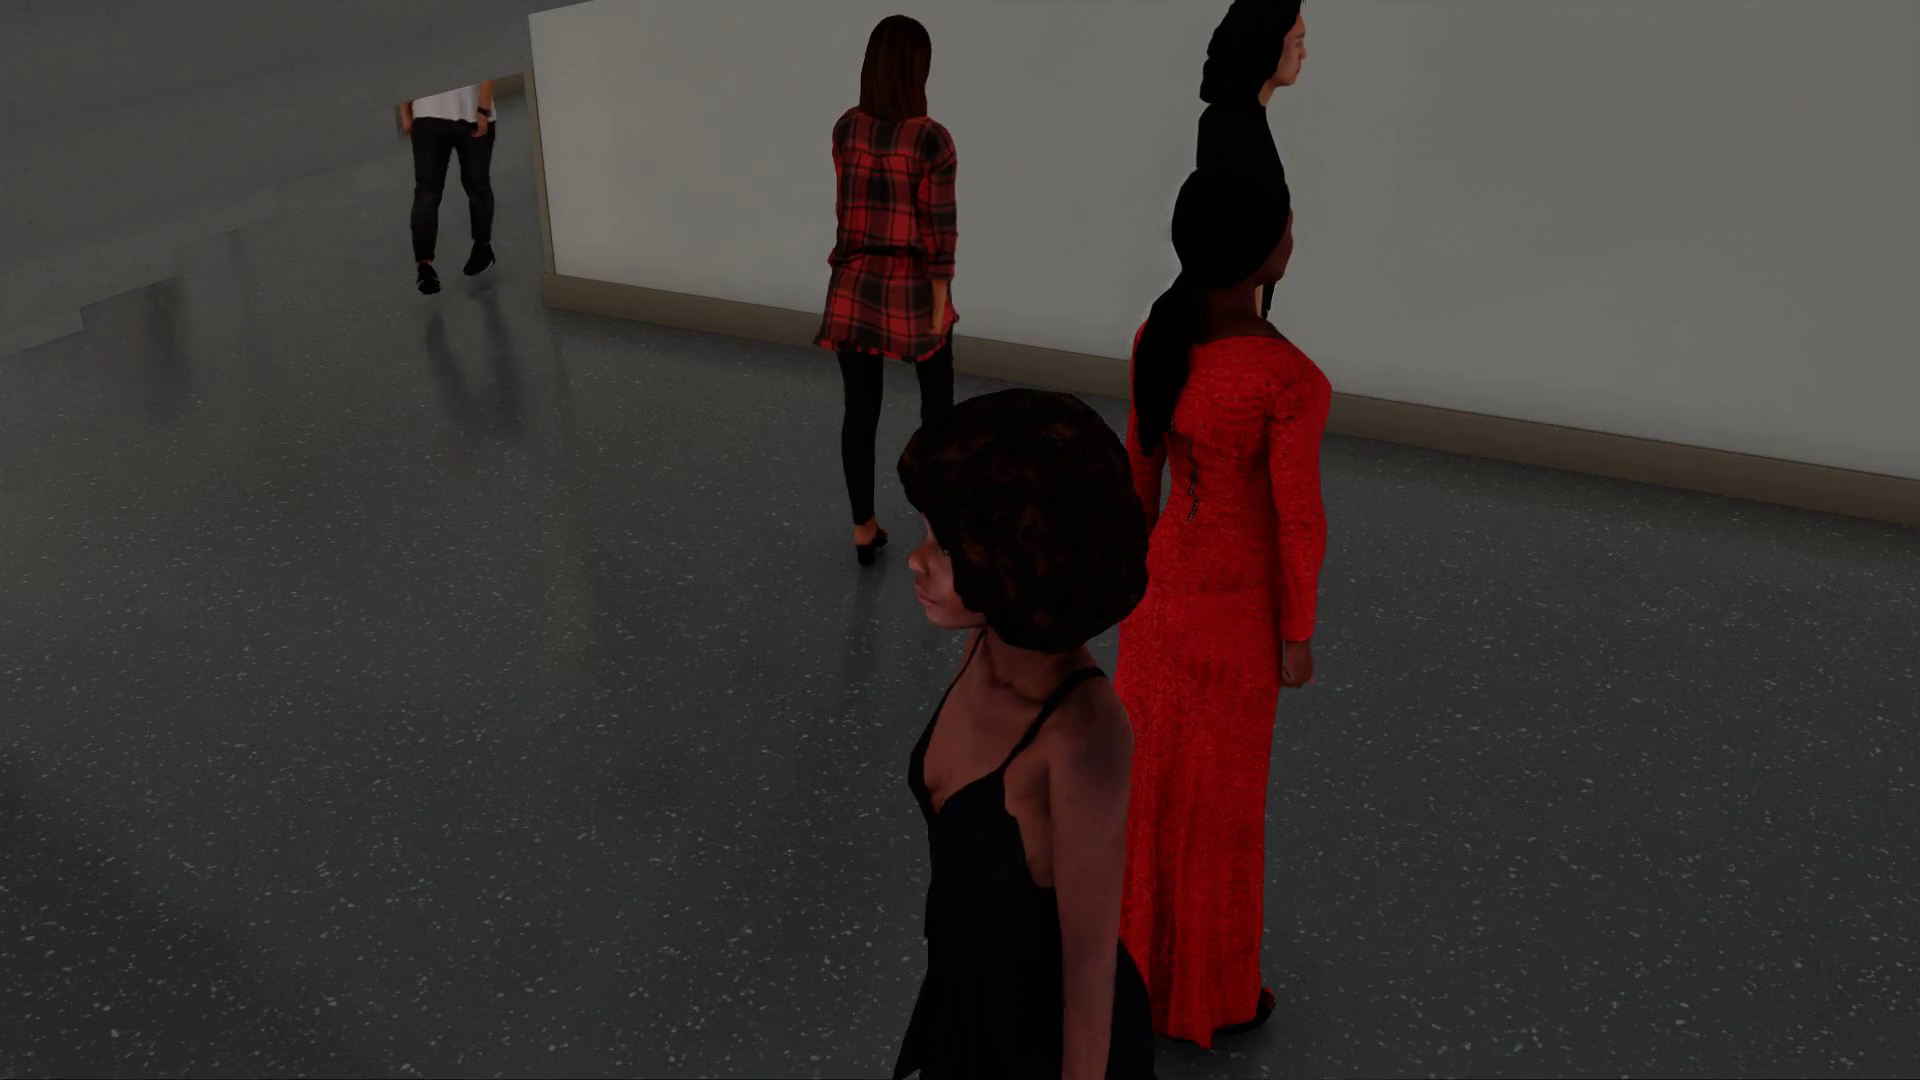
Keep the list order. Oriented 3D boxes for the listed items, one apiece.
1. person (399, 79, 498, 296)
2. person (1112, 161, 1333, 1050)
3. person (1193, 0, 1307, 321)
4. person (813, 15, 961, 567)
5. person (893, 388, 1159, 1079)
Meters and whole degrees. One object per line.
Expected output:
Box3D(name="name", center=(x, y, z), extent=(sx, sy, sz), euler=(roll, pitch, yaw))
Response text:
Box3D(name="person", center=(-2.349, -2.024, 7.828), extent=(1.084, 1.665, 1.052), euler=(-1, 26, -2))
Box3D(name="person", center=(0.453, 0.171, 3.176), extent=(0.793, 1.783, 0.701), euler=(-18, 31, -33))
Box3D(name="person", center=(0.784, -0.705, 4.927), extent=(0.696, 1.827, 0.708), euler=(-1, 26, -2))
Box3D(name="person", center=(-0.254, -0.710, 5.131), extent=(0.823, 1.672, 0.698), euler=(9, 27, 18))
Box3D(name="person", center=(0.174, 0.643, 2.214), extent=(0.985, 1.769, 0.925), euler=(-9, 27, -18))
